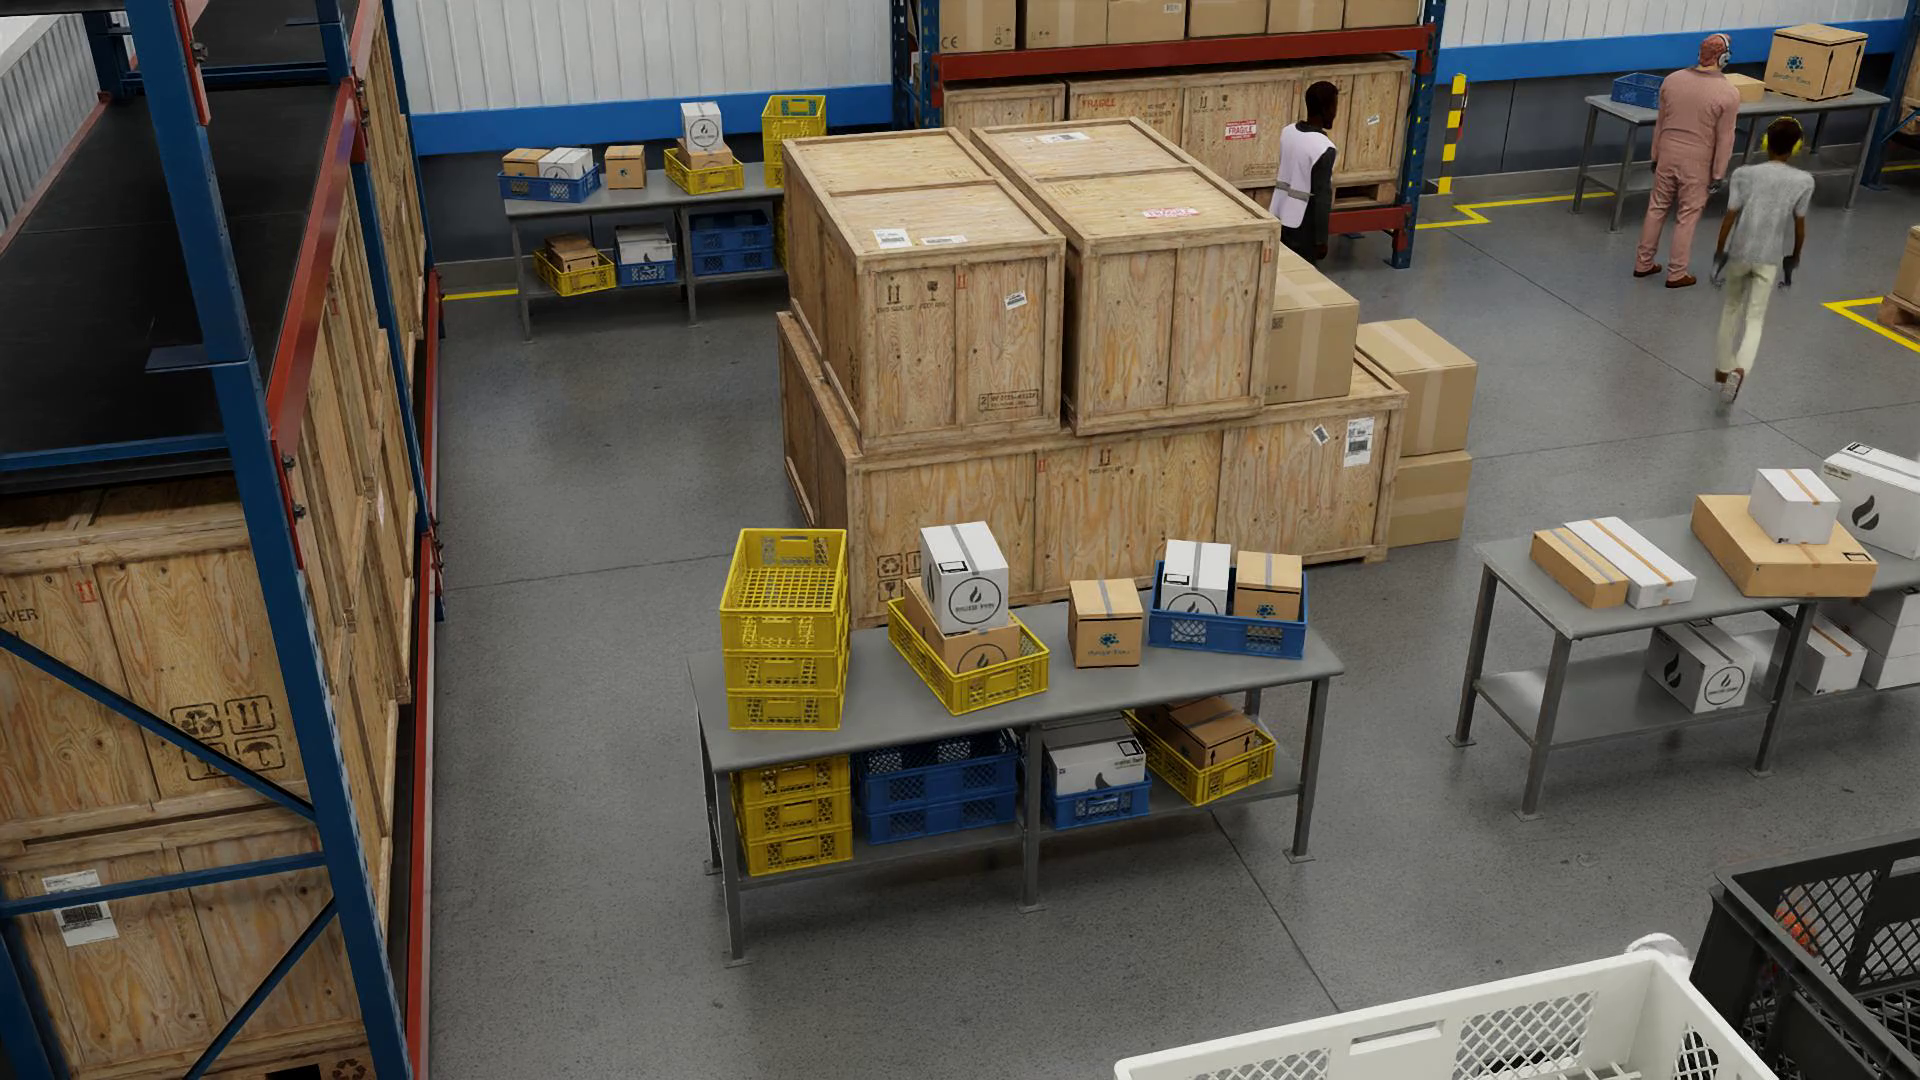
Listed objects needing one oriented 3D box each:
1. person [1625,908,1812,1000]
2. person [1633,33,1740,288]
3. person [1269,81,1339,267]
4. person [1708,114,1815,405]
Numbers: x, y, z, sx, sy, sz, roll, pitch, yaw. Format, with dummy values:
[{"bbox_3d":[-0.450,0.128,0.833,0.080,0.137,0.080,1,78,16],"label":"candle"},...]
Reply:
[{"bbox_3d":[1.777,1.680,4.389,0.478,1.872,0.653,-1,29,-2],"label":"person"},{"bbox_3d":[5.549,-2.878,12.644,0.402,1.900,0.636,-21,35,-32],"label":"person"},{"bbox_3d":[2.312,-2.153,11.315,0.389,1.911,0.591,-9,30,-17],"label":"person"},{"bbox_3d":[5.119,-1.783,10.711,0.523,1.845,0.779,13,32,23],"label":"person"}]
